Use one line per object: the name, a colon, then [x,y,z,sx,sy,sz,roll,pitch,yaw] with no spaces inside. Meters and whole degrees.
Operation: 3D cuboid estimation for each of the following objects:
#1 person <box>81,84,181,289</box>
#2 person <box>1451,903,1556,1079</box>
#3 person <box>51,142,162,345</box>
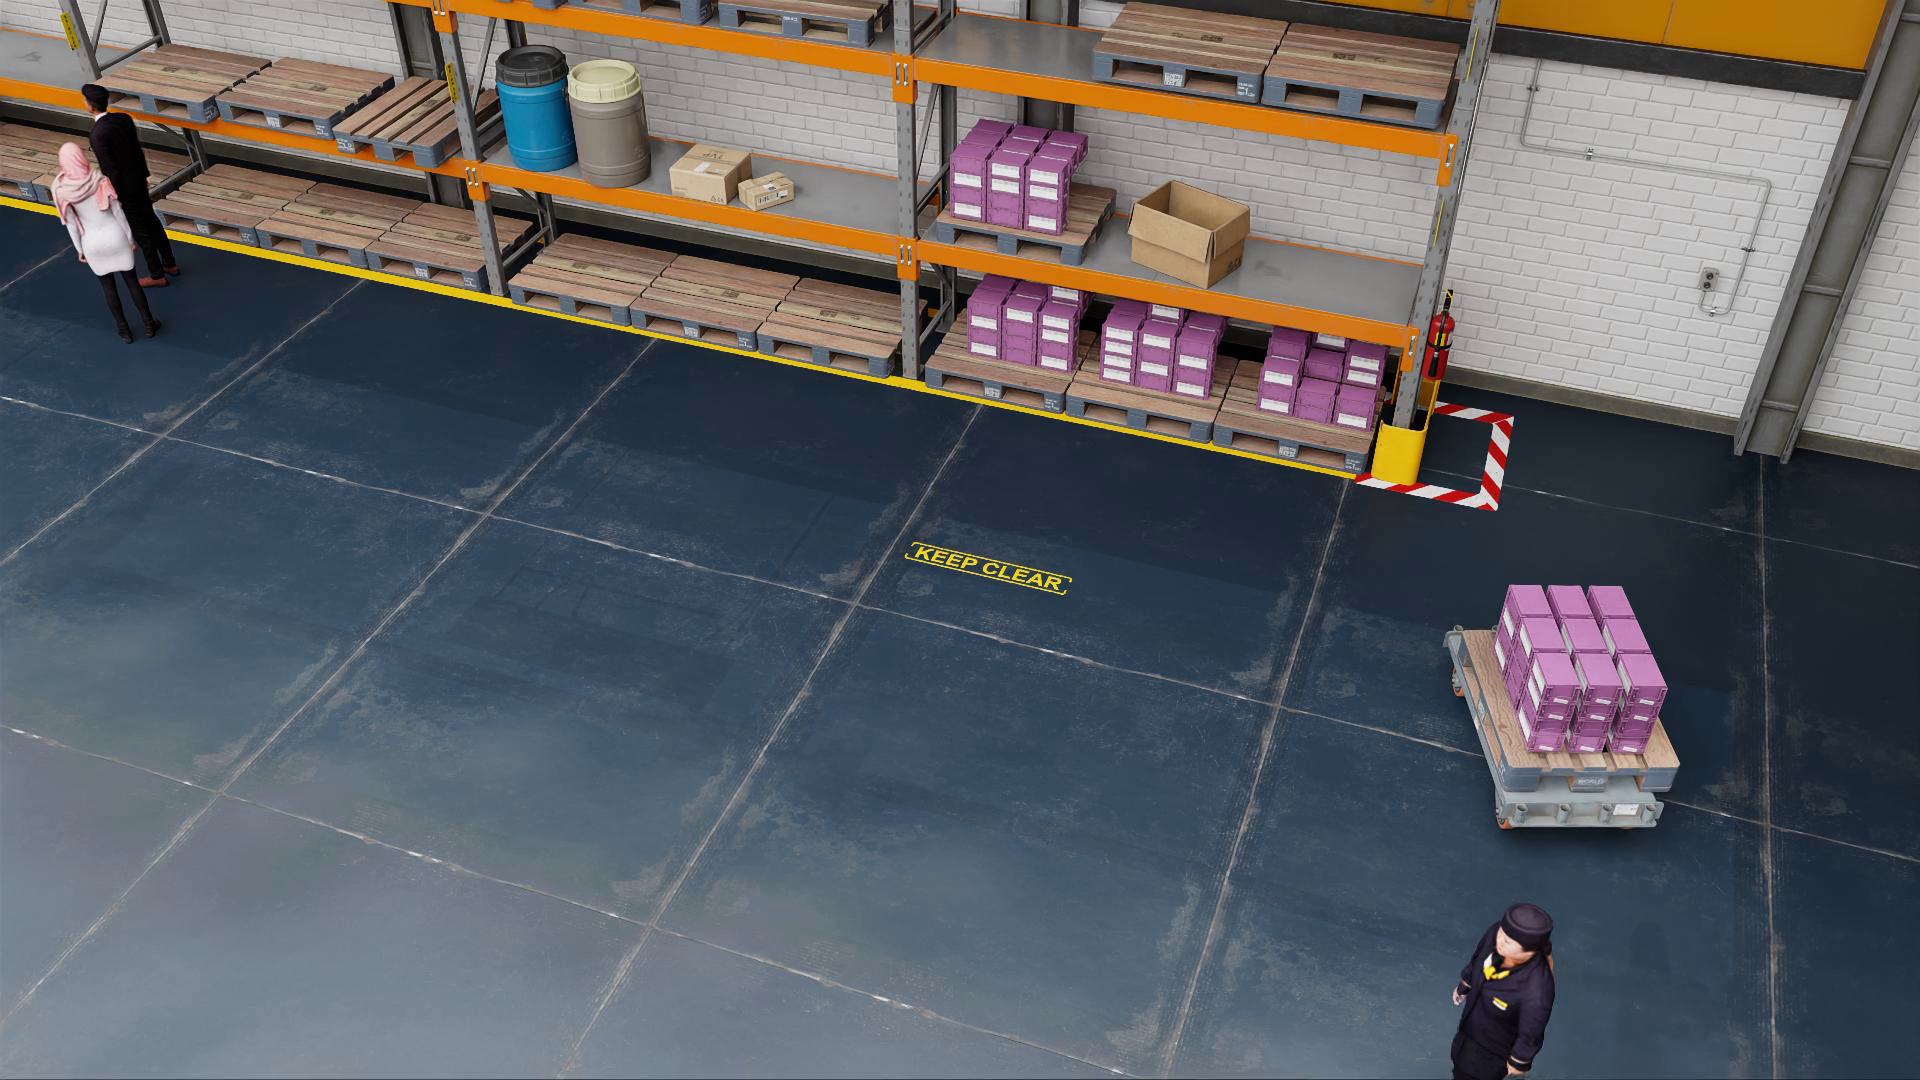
person: [-7.327,-3.120,14.650,0.626,1.881,0.745,5,39,6]
person: [2.649,2.345,7.983,0.873,1.661,0.836,-3,39,-4]
person: [-7.154,-2.484,13.916,0.736,1.803,0.796,-16,41,-19]
